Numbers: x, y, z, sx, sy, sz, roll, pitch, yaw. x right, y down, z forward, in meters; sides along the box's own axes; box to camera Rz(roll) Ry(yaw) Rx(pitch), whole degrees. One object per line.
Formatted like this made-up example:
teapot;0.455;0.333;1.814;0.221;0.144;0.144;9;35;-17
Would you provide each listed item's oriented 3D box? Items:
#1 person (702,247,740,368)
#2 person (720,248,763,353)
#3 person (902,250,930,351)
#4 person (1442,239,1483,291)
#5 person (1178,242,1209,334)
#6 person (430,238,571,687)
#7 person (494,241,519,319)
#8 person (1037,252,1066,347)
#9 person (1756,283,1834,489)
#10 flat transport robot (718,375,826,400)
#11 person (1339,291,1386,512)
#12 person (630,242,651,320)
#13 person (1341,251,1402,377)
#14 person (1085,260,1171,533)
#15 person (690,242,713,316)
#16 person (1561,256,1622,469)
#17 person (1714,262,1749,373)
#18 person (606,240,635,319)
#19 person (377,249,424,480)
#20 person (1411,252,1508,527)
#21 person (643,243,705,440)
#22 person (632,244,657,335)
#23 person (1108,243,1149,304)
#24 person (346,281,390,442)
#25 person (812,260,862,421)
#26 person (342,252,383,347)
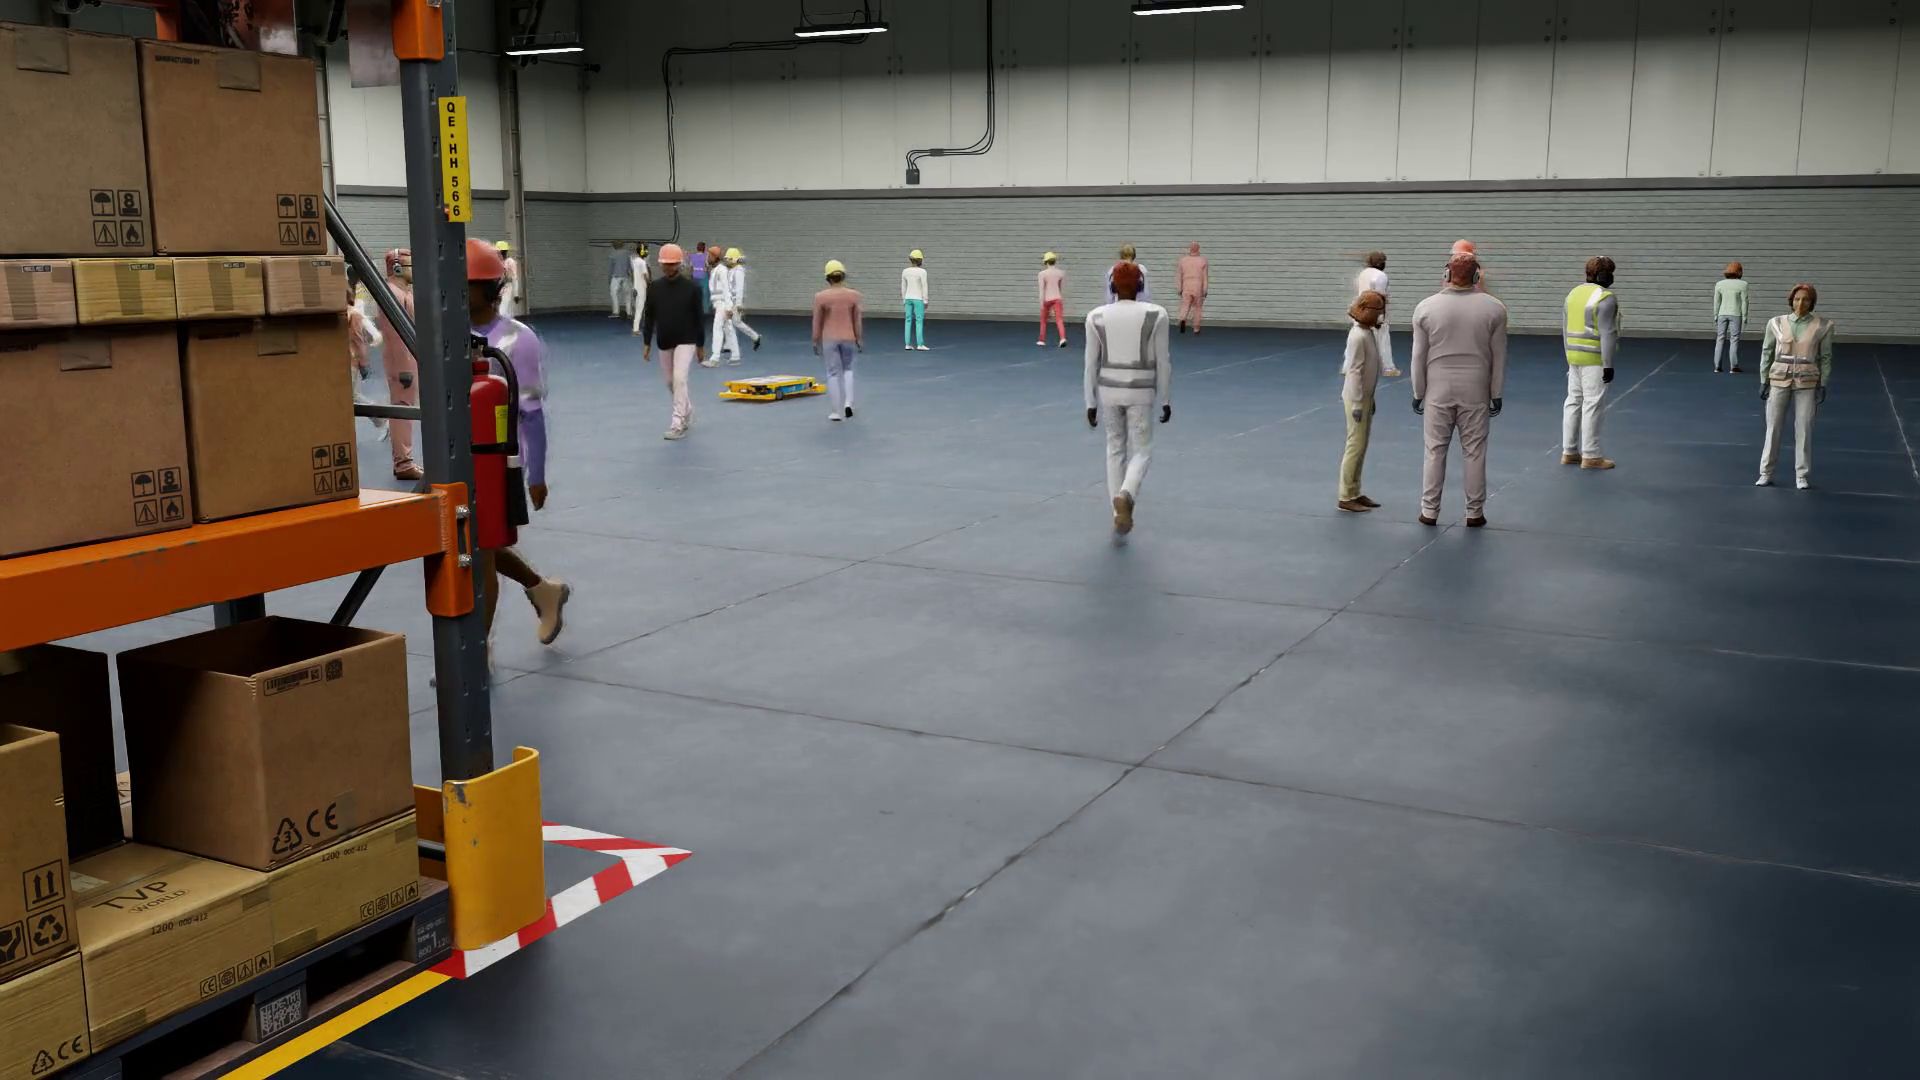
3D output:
person;-3.713;-3.593;25.720;0.679;1.844;0.622;-3;11;-18
person;-3.805;-4.098;28.528;0.698;1.814;0.594;-4;11;-20
person;-0.787;-4.220;29.314;0.526;1.765;0.330;7;12;33
person;6.243;-2.740;20.660;0.746;1.978;0.626;-5;12;-26
person;4.746;-5.123;33.910;0.648;1.887;0.630;4;11;21
person;-2.144;-0.381;7.701;0.615;2.020;0.890;6;12;32
person;-8.516;-4.610;31.025;0.539;1.908;0.624;-9;14;-40
person;1.670;-4.365;30.213;0.519;1.722;0.923;-3;11;-18
person;6.691;-1.232;13.350;0.514;1.643;0.307;6;12;30
flat transport robot;-2.344;-1.915;20.816;0.652;0.197;1.431;6;12;28
person;2.960;-1.014;12.218;0.294;1.623;0.510;5;11;24
person;-7.660;-6.211;39.884;0.533;1.868;0.310;-6;12;-28
person;5.880;-3.213;23.748;0.950;1.798;0.641;-4;11;-22
person;1.116;-0.955;11.235;0.588;1.865;0.691;4;11;19
person;-6.534;-6.587;41.994;0.571;1.845;0.382;3;11;18
person;5.526;-1.549;14.536;0.430;1.843;0.626;-2;11;-13
person;11.393;-3.288;24.589;0.285;1.632;0.498;-9;14;-40
person;-8.306;-6.367;40.642;0.876;1.909;0.412;-7;13;-35
person;-4.615;-1.458;13.857;0.407;1.910;0.638;-4;11;-19
person;3.460;-1.039;11.574;0.643;1.909;0.410;3;11;15
person;-2.866;-2.025;16.851;0.614;1.950;0.993;2;11;12
person;-6.337;-5.058;33.667;0.734;1.845;0.522;-4;11;-20
person;2.440;-3.419;24.570;0.637;1.911;0.881;8;13;38
person;-5.829;-1.700;15.972;0.522;1.605;0.755;10;14;42
person;-1.347;-2.181;18.224;0.546;1.748;0.406;-3;11;-17
person;-10.915;-4.377;30.061;0.917;1.806;0.631;-4;11;-19
